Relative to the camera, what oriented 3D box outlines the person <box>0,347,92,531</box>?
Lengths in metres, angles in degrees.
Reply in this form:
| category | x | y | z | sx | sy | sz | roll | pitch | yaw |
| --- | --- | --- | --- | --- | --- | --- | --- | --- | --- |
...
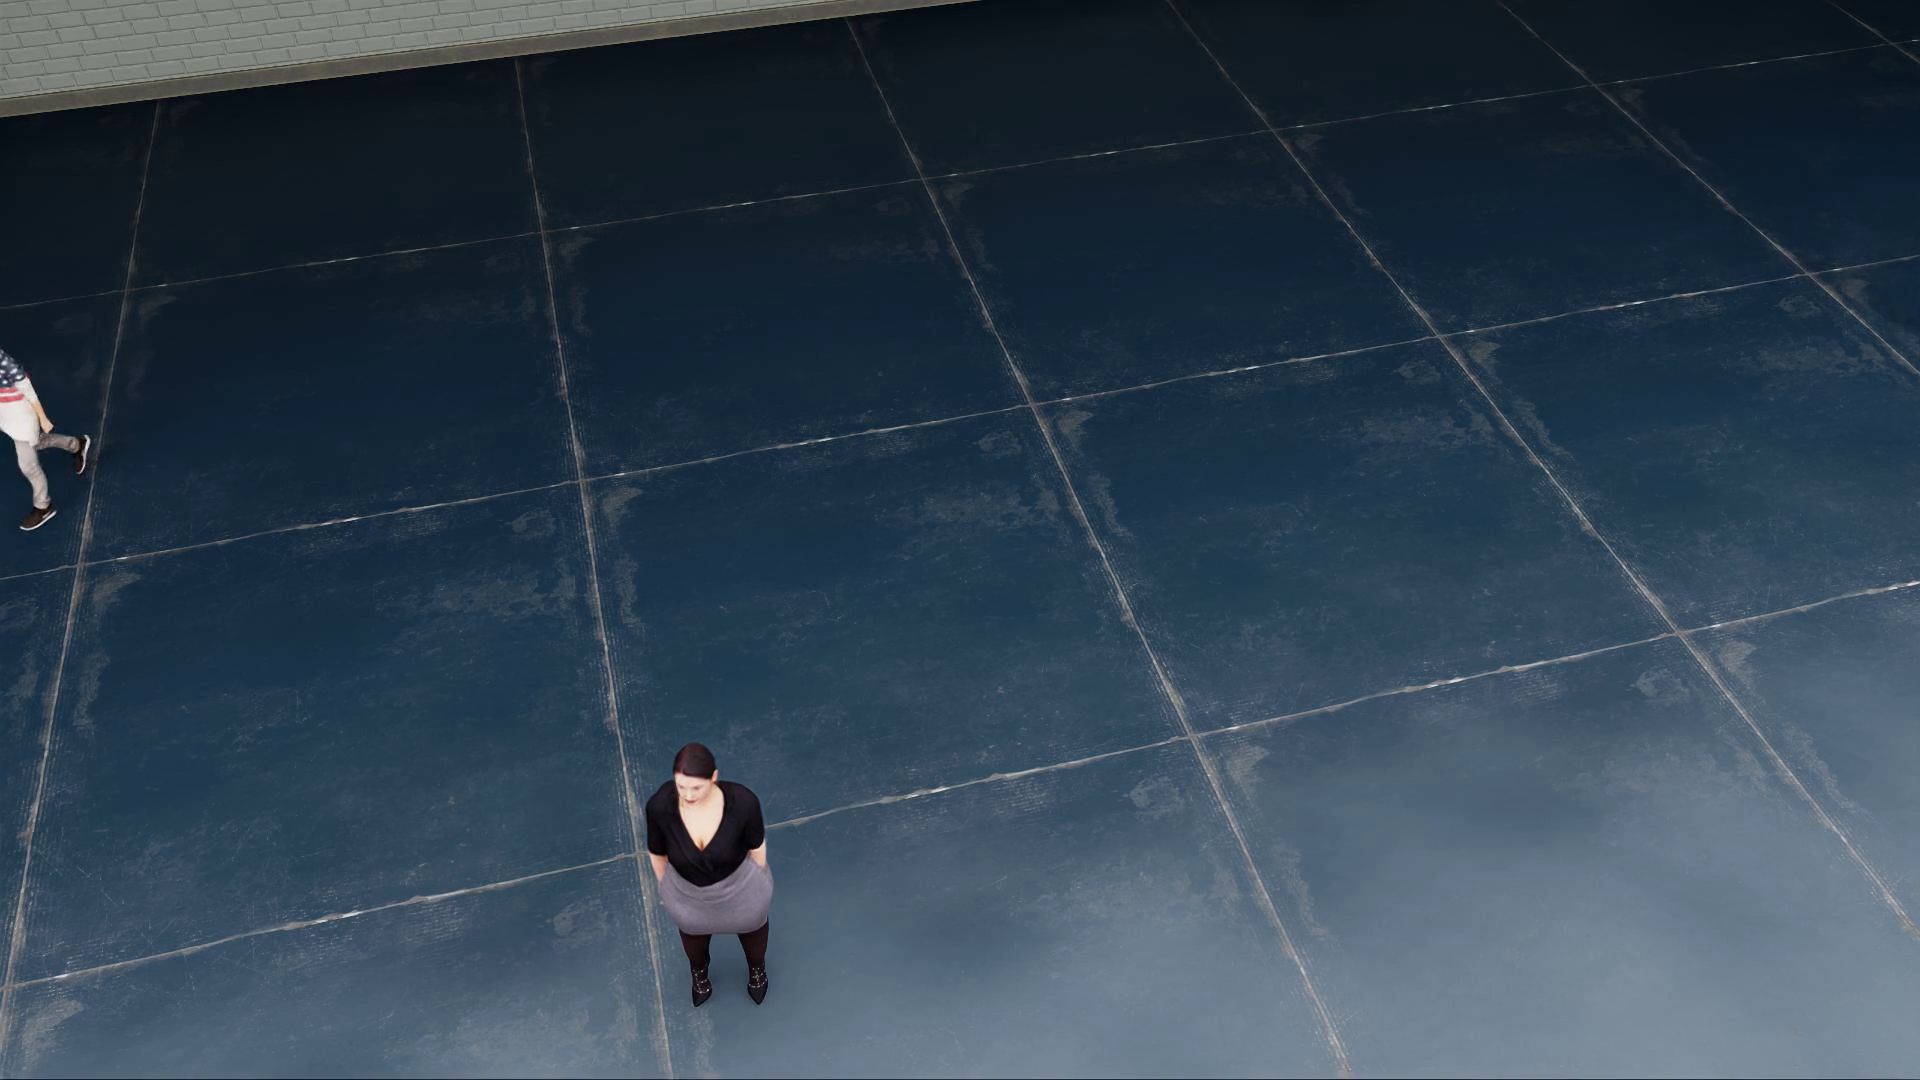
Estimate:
| category | x | y | z | sx | sy | sz | roll | pitch | yaw |
| --- | --- | --- | --- | --- | --- | --- | --- | --- | --- |
| person | -5.644 | -0.799 | 10.002 | 0.875 | 1.420 | 0.994 | 16 | 45 | 17 |

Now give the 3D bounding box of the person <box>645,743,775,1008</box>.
| category | x | y | z | sx | sy | sz | roll | pitch | yaw |
| --- | --- | --- | --- | --- | --- | --- | --- | --- | --- |
| person | -1.080 | 1.484 | 7.308 | 0.722 | 1.759 | 0.682 | -2 | 43 | -2 |
